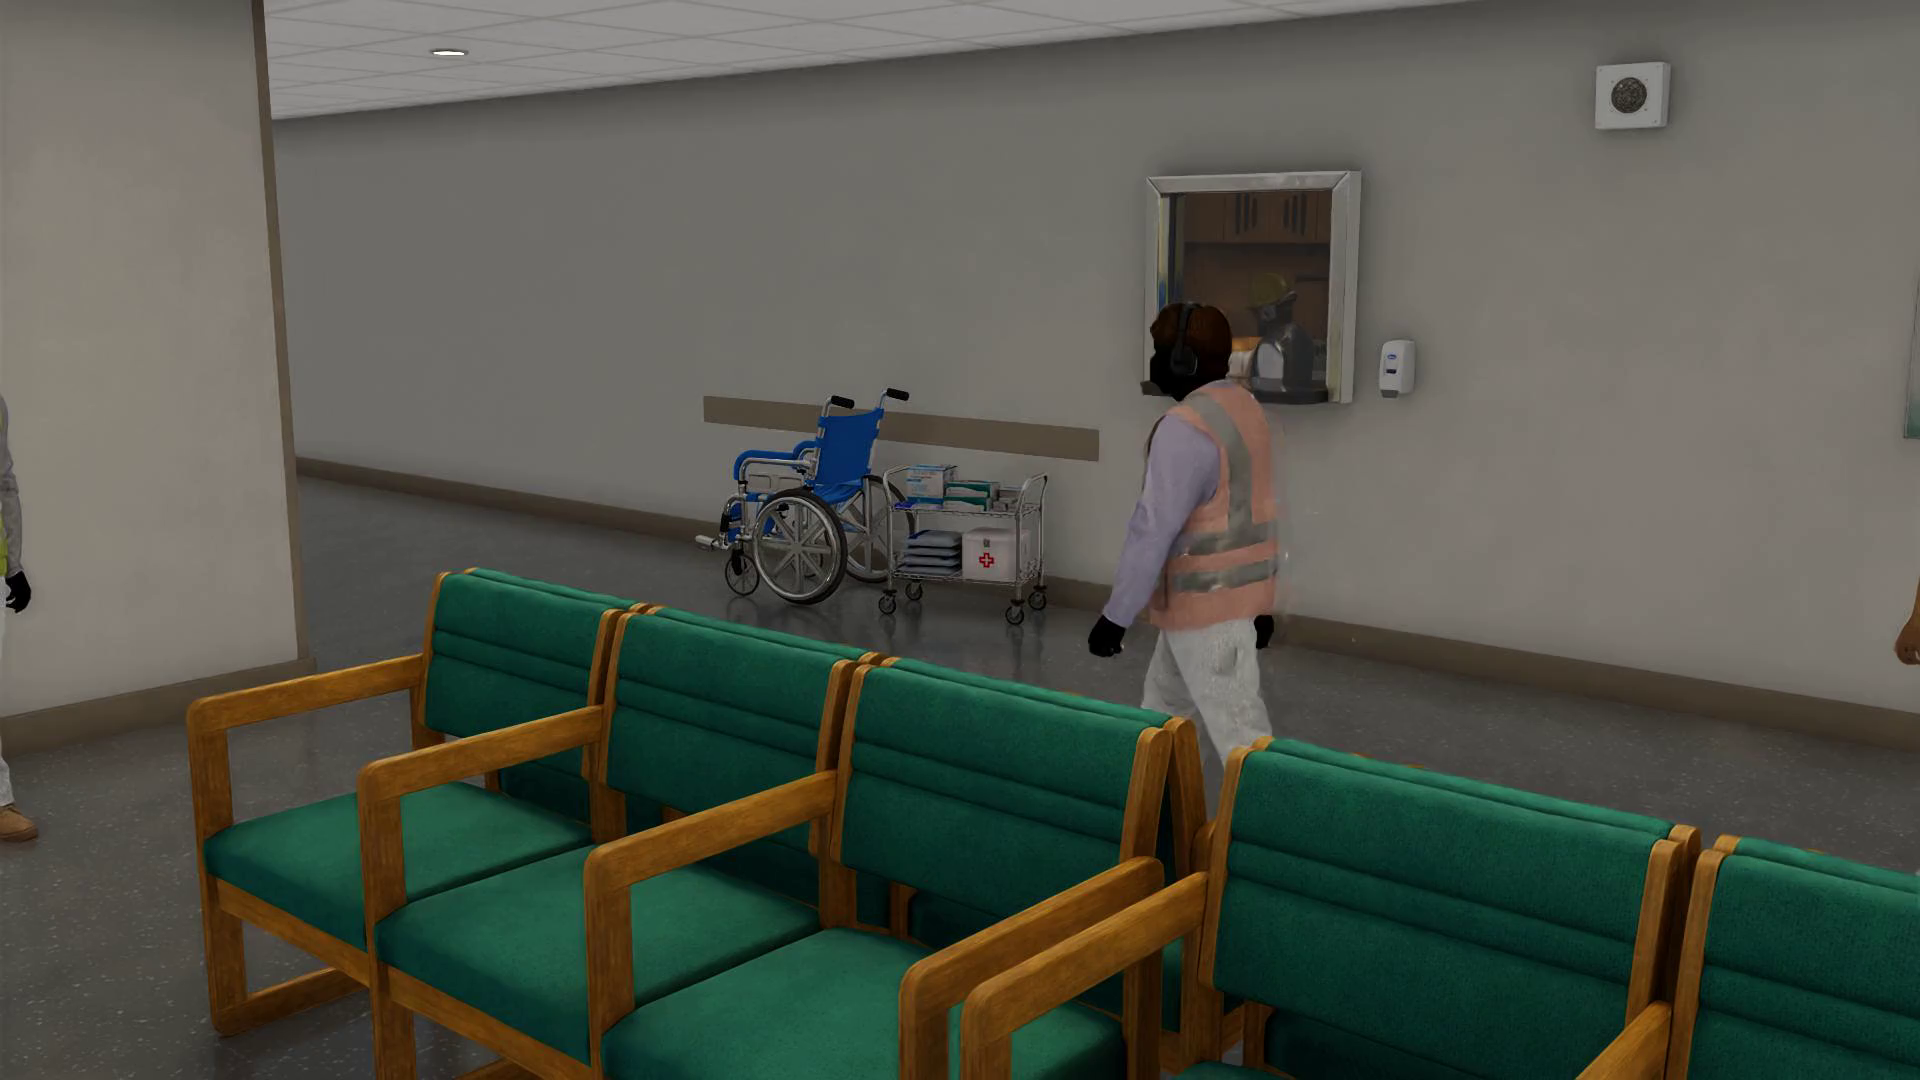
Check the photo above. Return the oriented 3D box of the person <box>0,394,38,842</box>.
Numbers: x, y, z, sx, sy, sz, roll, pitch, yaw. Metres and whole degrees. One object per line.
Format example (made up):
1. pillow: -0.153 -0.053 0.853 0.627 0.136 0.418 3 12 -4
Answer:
1. person: -3.305 0.115 5.332 0.429 1.844 0.627 7 12 34

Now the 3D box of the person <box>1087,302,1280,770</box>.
1. person: 0.642 0.192 5.021 0.964 1.790 0.627 4 11 22

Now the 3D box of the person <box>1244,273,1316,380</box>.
1. person: 1.718 -0.546 9.141 0.403 1.822 0.586 6 12 30
